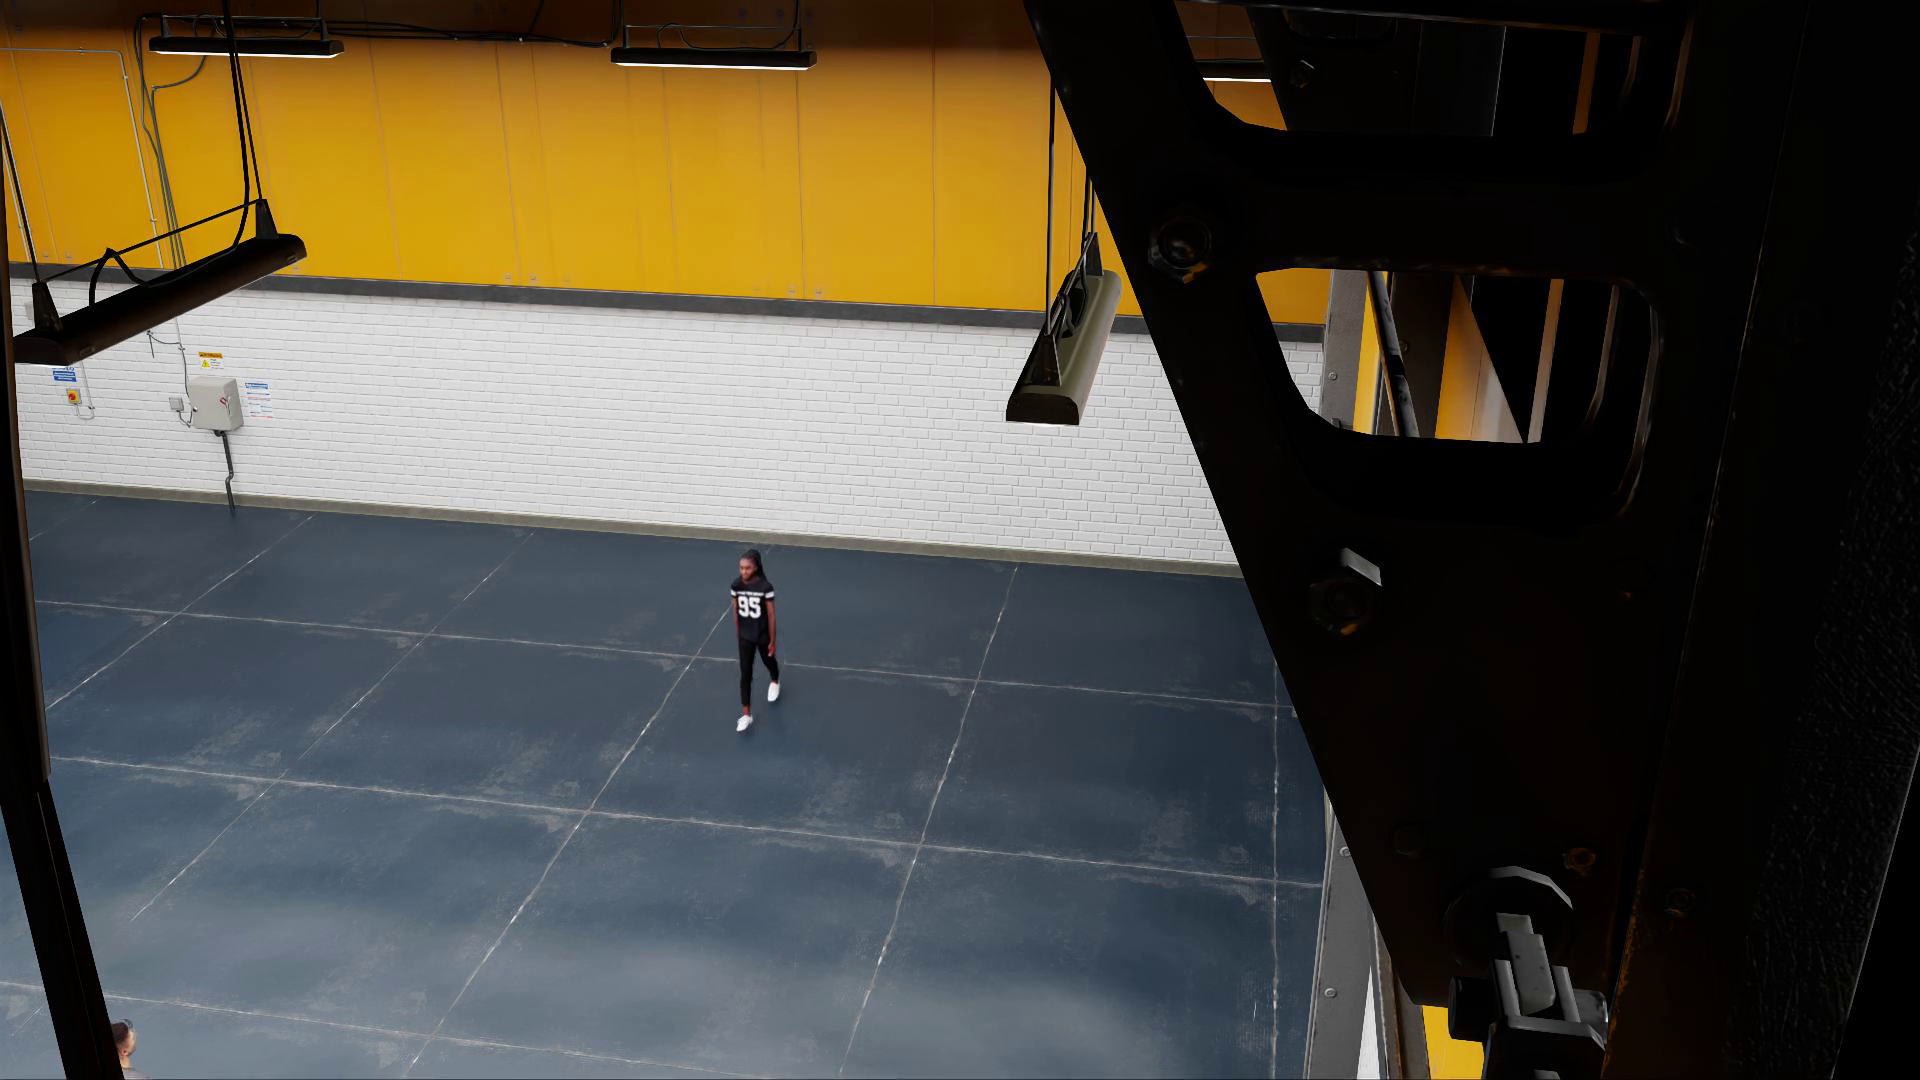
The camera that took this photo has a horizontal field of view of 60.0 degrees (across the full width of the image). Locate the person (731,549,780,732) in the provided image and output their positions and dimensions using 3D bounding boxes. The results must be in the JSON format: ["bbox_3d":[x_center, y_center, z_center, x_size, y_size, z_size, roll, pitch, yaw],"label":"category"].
[{"bbox_3d":[-1.924,0.900,16.051,0.625,1.692,1.144,5,24,11],"label":"person"}]
